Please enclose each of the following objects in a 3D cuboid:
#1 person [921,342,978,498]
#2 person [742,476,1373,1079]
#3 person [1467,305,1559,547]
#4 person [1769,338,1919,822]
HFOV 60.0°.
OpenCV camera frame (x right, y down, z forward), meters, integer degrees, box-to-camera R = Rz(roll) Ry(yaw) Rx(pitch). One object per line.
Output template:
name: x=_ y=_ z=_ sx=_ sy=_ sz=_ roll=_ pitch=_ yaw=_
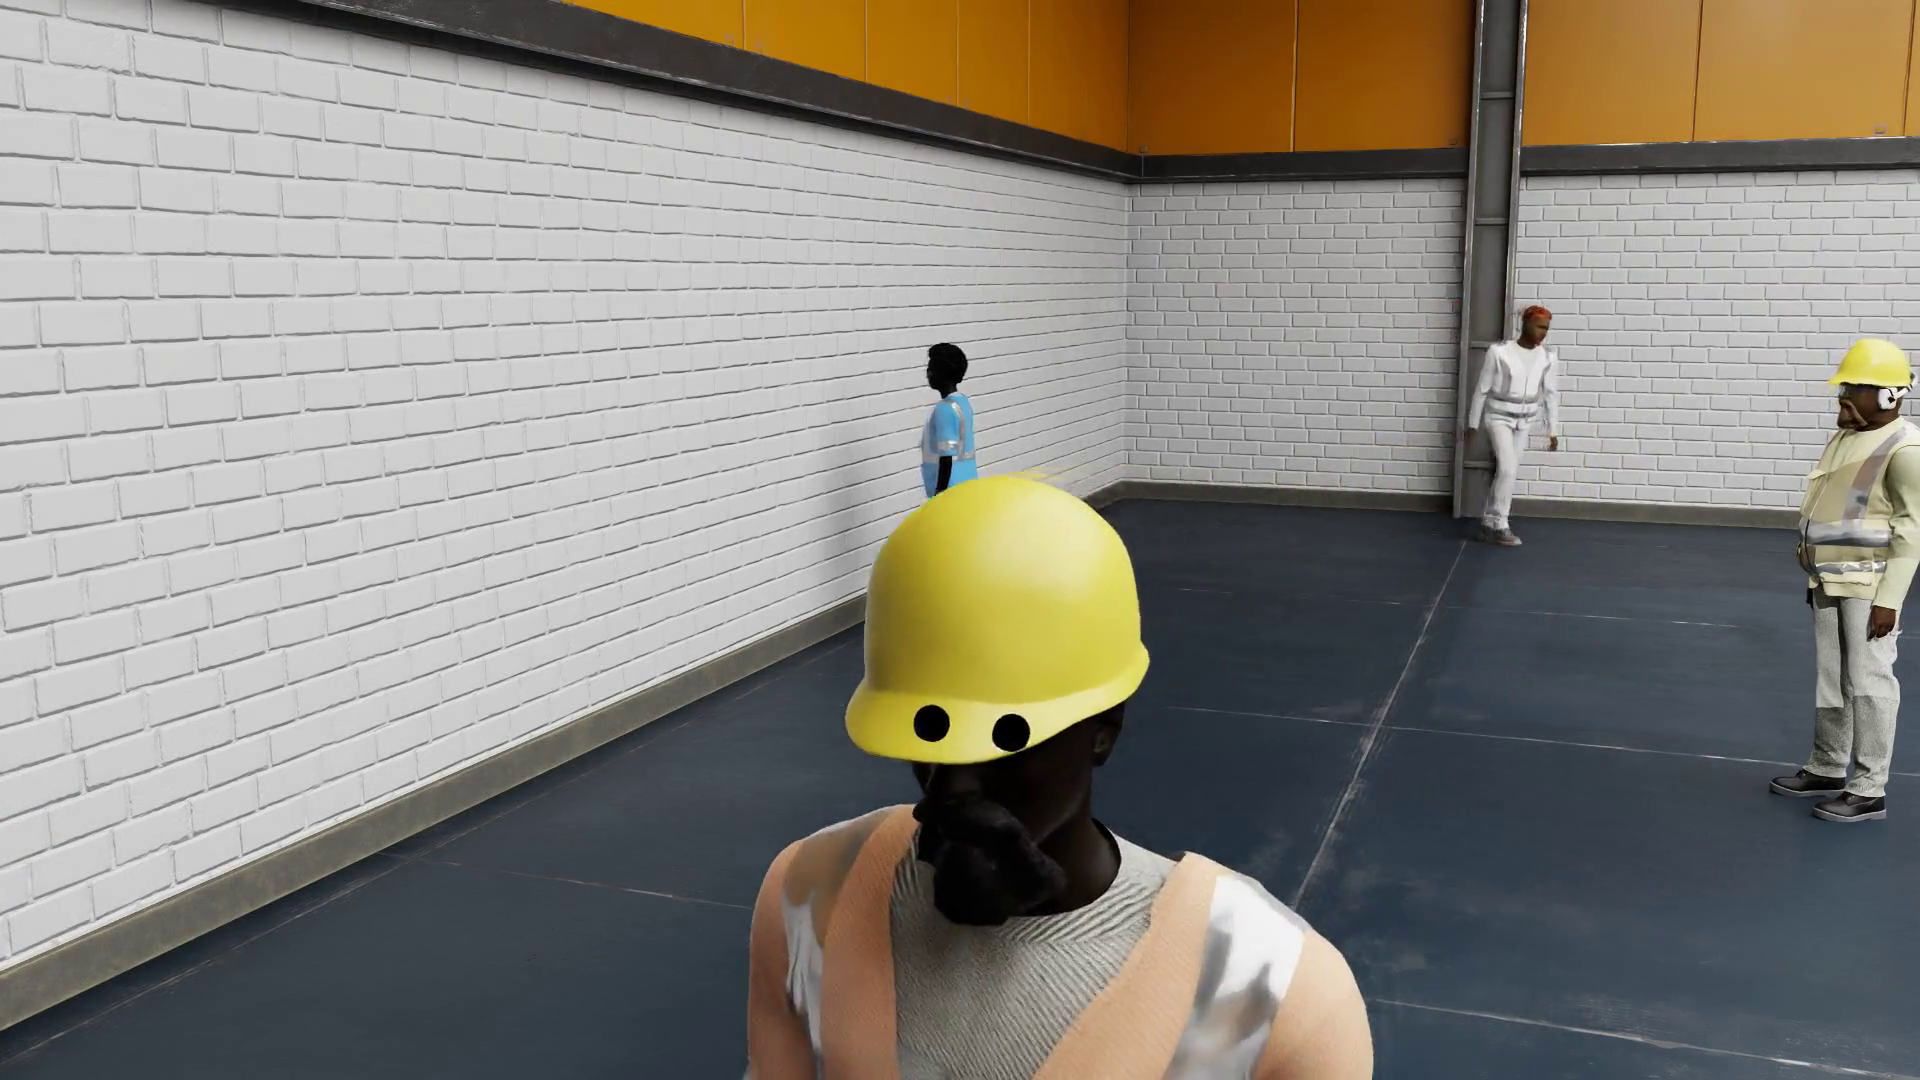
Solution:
person: x=-0.061 y=-0.257 z=9.333 sx=0.321 sy=1.699 sz=0.582 roll=2 pitch=9 yaw=9
person: x=0.005 y=0.896 z=1.448 sx=0.598 sy=1.907 sz=0.633 roll=6 pitch=11 yaw=35
person: x=4.239 y=-0.868 z=12.735 sx=0.600 sy=1.834 sz=0.690 roll=-2 pitch=9 yaw=-14
person: x=3.417 y=0.151 z=6.358 sx=0.404 sy=1.835 sz=0.590 roll=0 pitch=9 yaw=-1
